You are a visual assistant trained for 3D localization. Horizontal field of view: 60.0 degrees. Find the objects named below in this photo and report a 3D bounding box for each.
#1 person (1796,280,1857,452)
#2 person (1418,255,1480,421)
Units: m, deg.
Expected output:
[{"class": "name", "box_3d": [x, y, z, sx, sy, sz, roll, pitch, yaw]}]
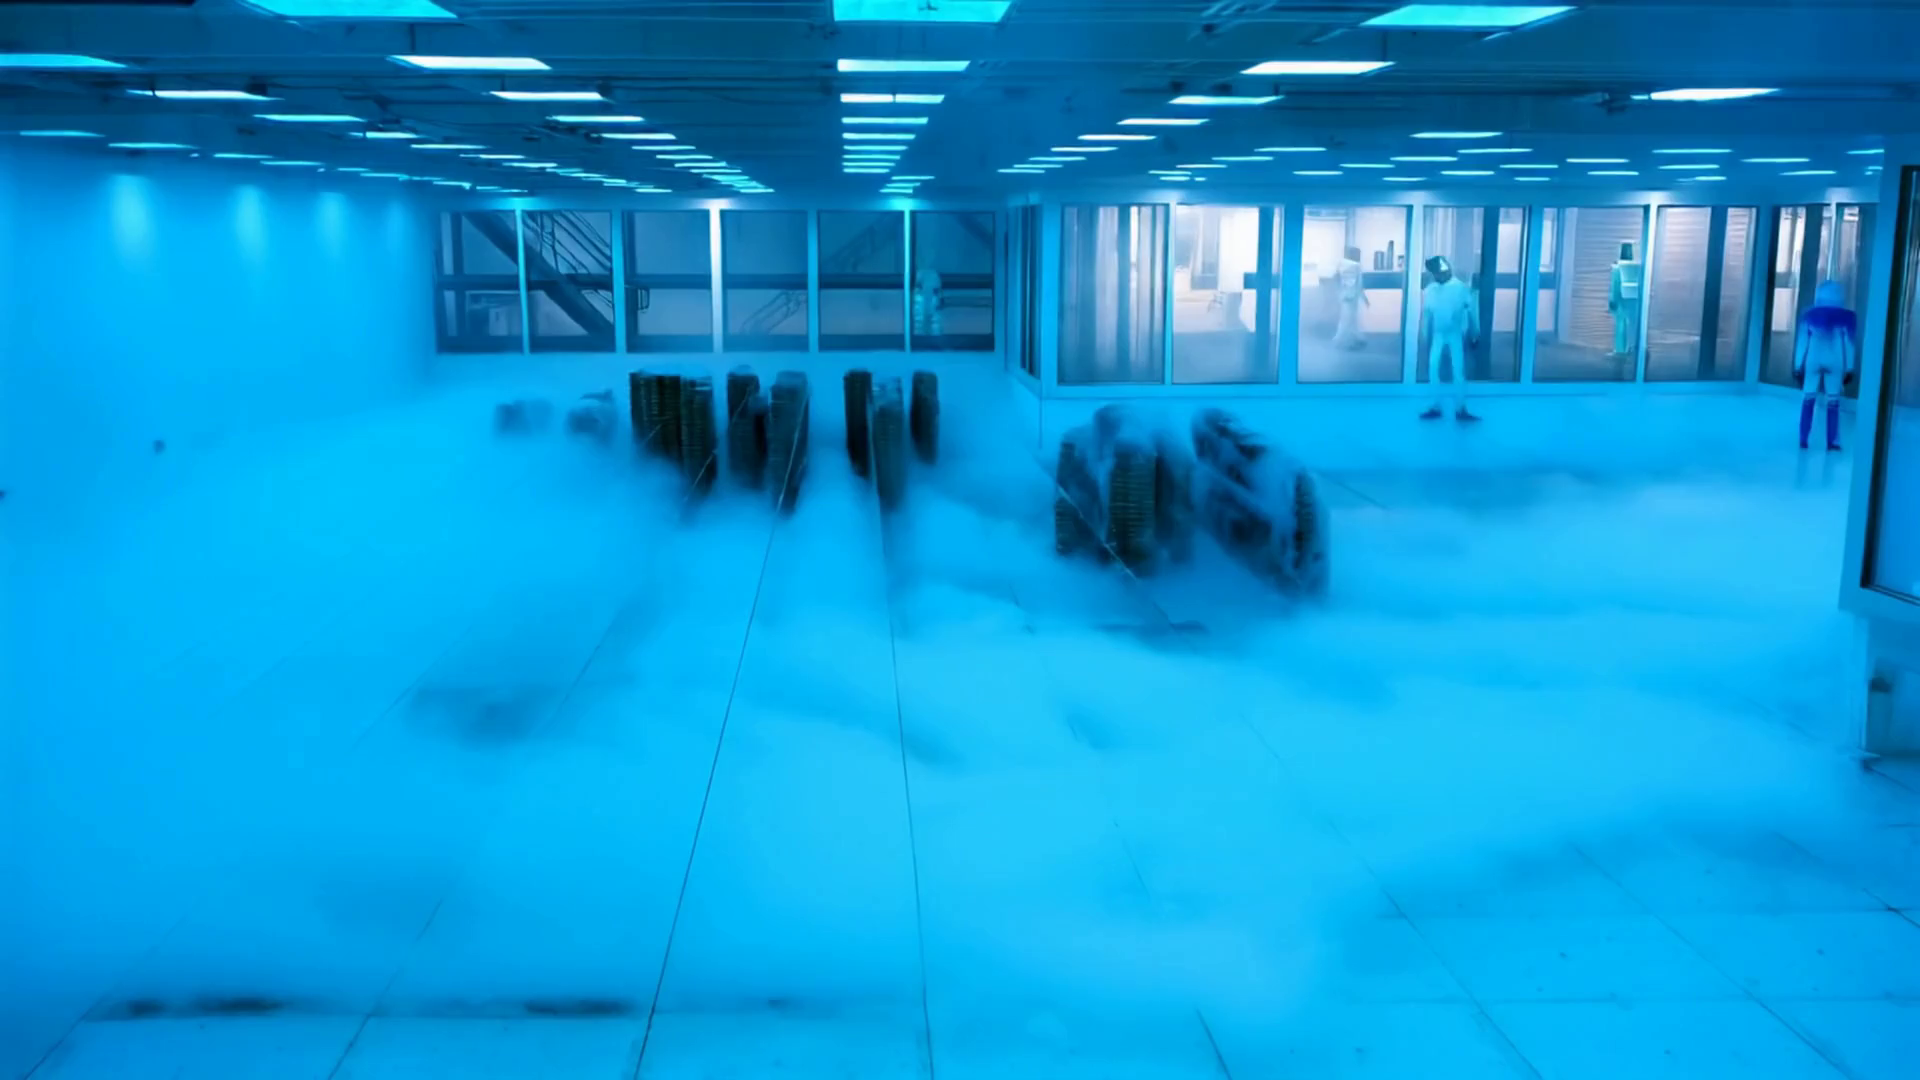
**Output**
[{"class": "person", "box_3d": [8.239, -1.657, 15.864, 0.501, 1.631, 0.287, 7, 13, 34]}, {"class": "person", "box_3d": [5.462, -2.221, 18.400, 0.688, 1.832, 0.342, 6, 12, 28]}]
